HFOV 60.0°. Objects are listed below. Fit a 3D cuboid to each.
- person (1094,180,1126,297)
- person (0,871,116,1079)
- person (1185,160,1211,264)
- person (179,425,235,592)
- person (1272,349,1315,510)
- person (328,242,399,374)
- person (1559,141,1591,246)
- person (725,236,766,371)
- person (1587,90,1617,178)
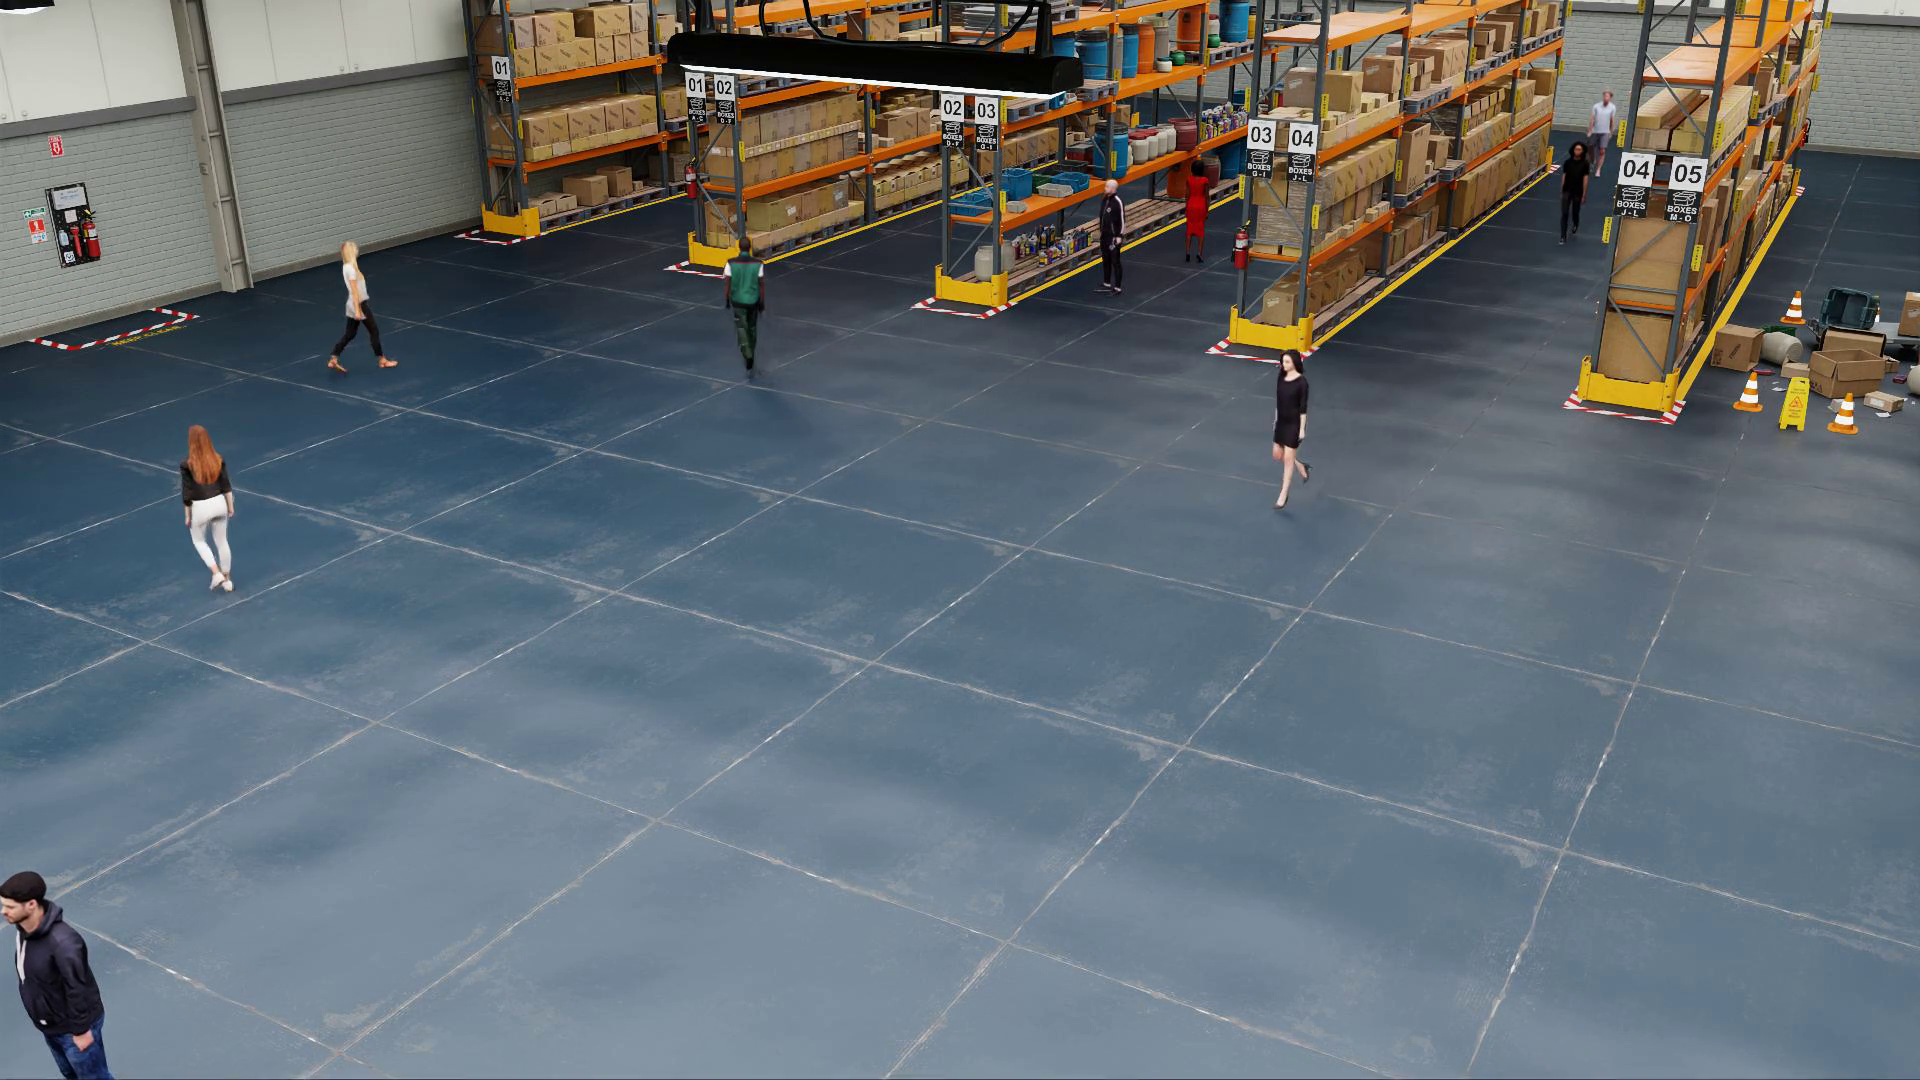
[{"bbox_3d":[2.420,-4.823,26.489,0.767,1.835,0.761,-12,26,-26],"label":"person"},{"bbox_3d":[-4.829,2.572,9.034,0.686,1.887,0.601,16,28,33],"label":"person"},{"bbox_3d":[4.054,-5.643,28.536,0.595,1.744,0.541,8,24,19],"label":"person"},{"bbox_3d":[-7.180,-0.264,15.949,0.700,1.694,0.787,-19,29,-37],"label":"person"},{"bbox_3d":[3.663,-1.217,18.075,0.981,1.785,0.841,-14,27,-29],"label":"person"},{"bbox_3d":[-8.264,-3.107,22.513,1.241,1.789,0.957,-15,27,-32],"label":"person"},{"bbox_3d":[11.036,-6.257,29.903,0.643,1.803,1.005,14,27,30],"label":"person"},{"bbox_3d":[-2.931,-3.215,22.734,1.131,1.815,1.172,-7,24,-15],"label":"person"},{"bbox_3d":[13.776,-8.743,35.729,0.709,1.819,0.774,10,25,22],"label":"person"}]
